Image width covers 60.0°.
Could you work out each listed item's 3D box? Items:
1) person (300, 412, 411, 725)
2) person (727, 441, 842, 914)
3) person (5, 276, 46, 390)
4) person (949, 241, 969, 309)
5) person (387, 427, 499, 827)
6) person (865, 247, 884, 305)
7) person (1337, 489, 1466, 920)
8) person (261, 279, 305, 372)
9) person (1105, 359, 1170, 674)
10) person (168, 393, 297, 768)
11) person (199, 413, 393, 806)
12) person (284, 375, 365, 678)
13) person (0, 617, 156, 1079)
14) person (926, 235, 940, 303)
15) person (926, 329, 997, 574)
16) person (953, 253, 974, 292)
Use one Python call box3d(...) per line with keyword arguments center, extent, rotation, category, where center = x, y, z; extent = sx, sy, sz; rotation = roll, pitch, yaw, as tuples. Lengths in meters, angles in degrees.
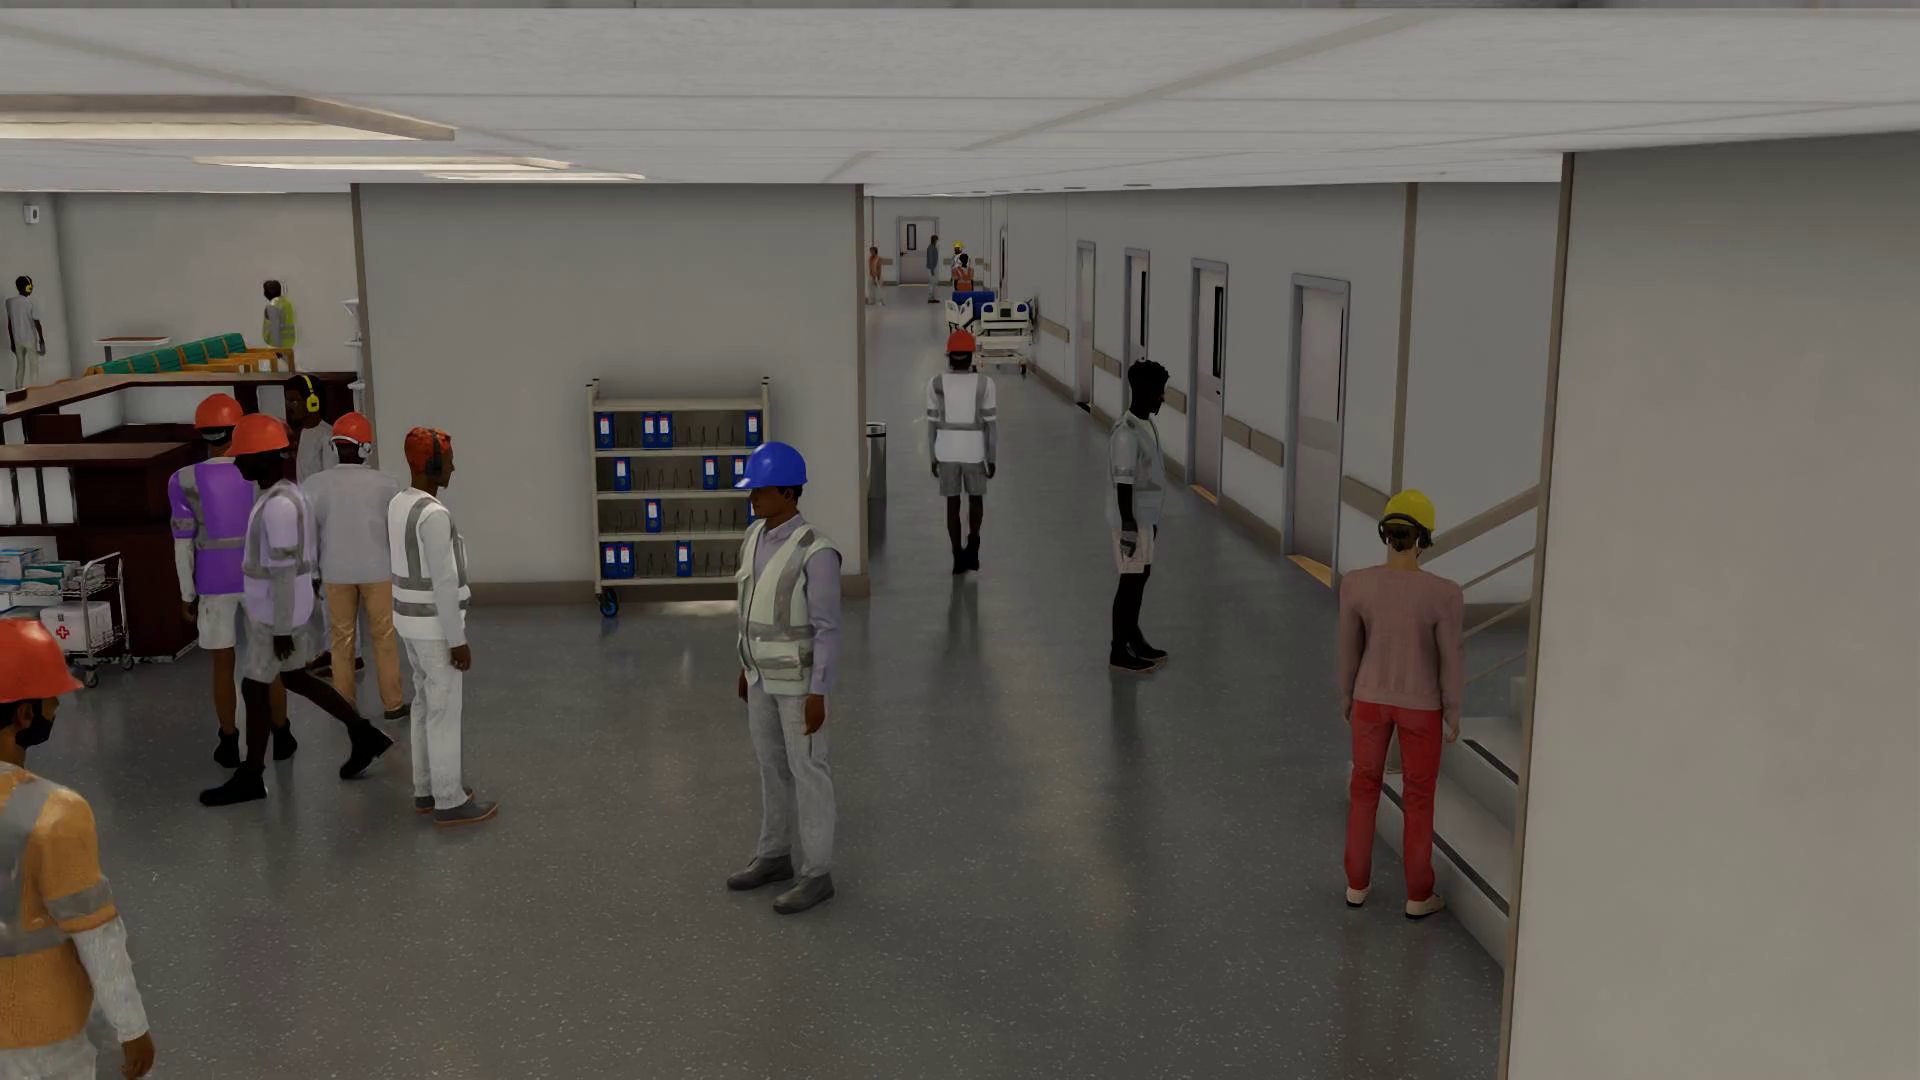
box3d(center=(-3.349, 0.159, 9.286), extent=(0.572, 1.749, 0.343), rotation=(-1, 12, -6), category="person")
box3d(center=(-0.726, 0.557, 6.863), extent=(0.389, 1.949, 0.603), rotation=(-10, 15, -40), category="person")
box3d(center=(-13.141, -2.781, 23.421), extent=(0.523, 1.856, 0.336), rotation=(1, 12, 7), category="person")
box3d(center=(-0.043, -6.983, 43.993), extent=(0.404, 1.831, 0.600), rotation=(-11, 16, -43), category="person")
box3d(center=(-2.448, 0.406, 7.785), extent=(0.382, 1.880, 0.576), rotation=(-8, 14, -34), category="person")
box3d(center=(-2.389, -7.324, 46.173), extent=(0.553, 1.610, 0.700), rotation=(11, 16, 42), category="person")
box3d(center=(1.793, 0.669, 6.786), extent=(0.522, 1.761, 0.321), rotation=(7, 14, 32), category="person")
box3d(center=(-9.633, -2.808, 23.703), extent=(0.932, 1.804, 0.642), rotation=(1, 12, 3), category="person")
box3d(center=(1.098, -0.147, 10.299), extent=(0.384, 1.953, 0.618), rotation=(4, 12, 18), category="person")
box3d(center=(-3.744, 0.213, 8.587), extent=(0.545, 1.933, 0.376), rotation=(-5, 13, -24), category="person")
box3d(center=(-3.288, 0.323, 8.130), extent=(0.880, 1.909, 0.556), rotation=(-4, 12, -20), category="person")
box3d(center=(-3.930, -0.086, 10.230), extent=(0.336, 1.865, 0.503), rotation=(-10, 15, -40), category="person")
box3d(center=(-2.268, 1.131, 4.123), extent=(0.585, 1.922, 0.457), rotation=(4, 12, 20), category="person")
box3d(center=(-0.769, -7.683, 47.192), extent=(0.384, 1.930, 0.634), rotation=(1, 12, 5), category="person")
box3d(center=(0.009, -0.671, 12.942), extent=(0.544, 1.918, 0.539), rotation=(0, 12, 2), category="person")
box3d(center=(0.089, -5.711, 38.115), extent=(0.533, 1.697, 0.319), rotation=(-6, 13, -26), category="person")
